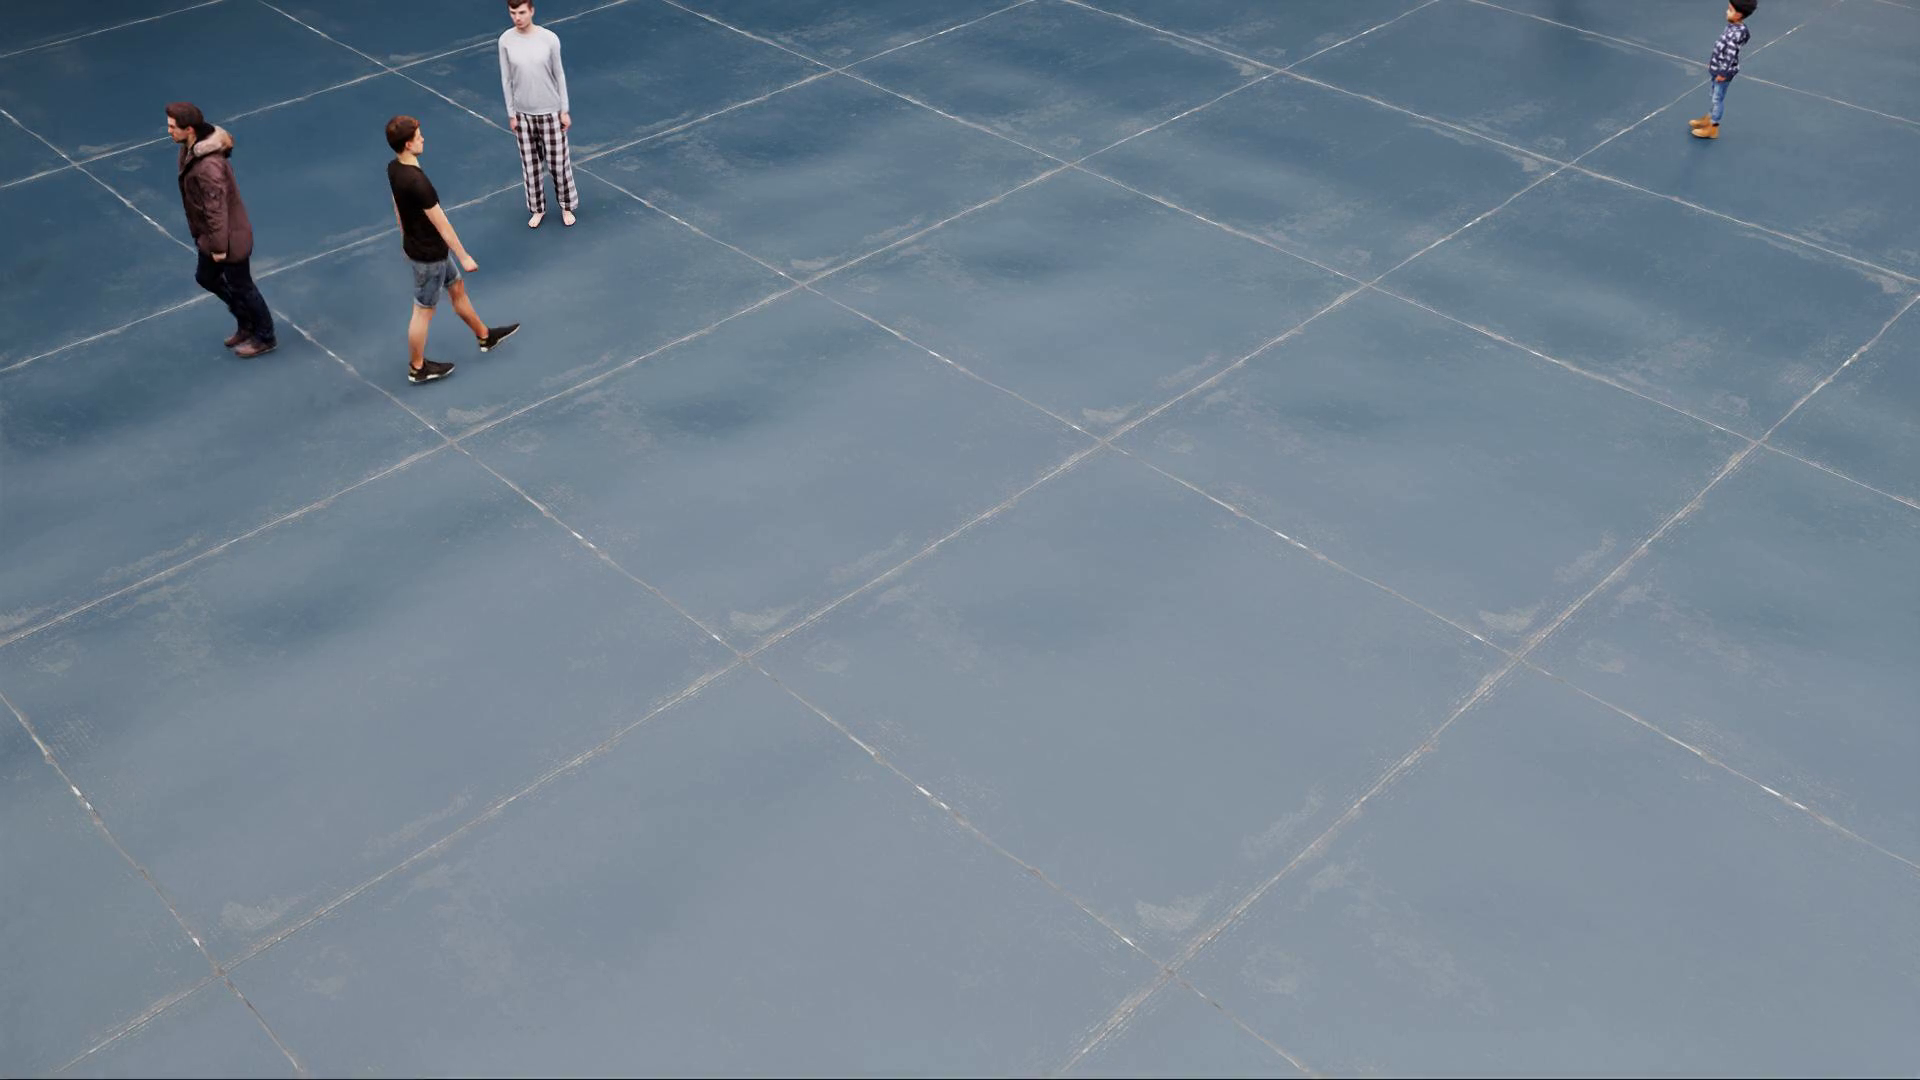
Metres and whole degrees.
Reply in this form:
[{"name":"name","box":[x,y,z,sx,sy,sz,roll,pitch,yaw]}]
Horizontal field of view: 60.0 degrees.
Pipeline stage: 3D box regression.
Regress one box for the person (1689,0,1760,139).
[{"name":"person","box":[6.586,-4.093,14.316,0.632,1.250,0.540,9,38,12]}]

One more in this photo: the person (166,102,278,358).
[{"name":"person","box":[-4.885,-2.093,11.201,0.773,1.837,0.820,-21,42,-26]}]

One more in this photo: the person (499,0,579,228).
[{"name":"person","box":[-3.245,-3.310,12.794,0.691,1.847,0.767,-3,37,-4]}]

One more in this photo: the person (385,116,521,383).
[{"name":"person","box":[-3.587,-1.856,10.908,1.144,1.814,0.843,-19,41,-23]}]
